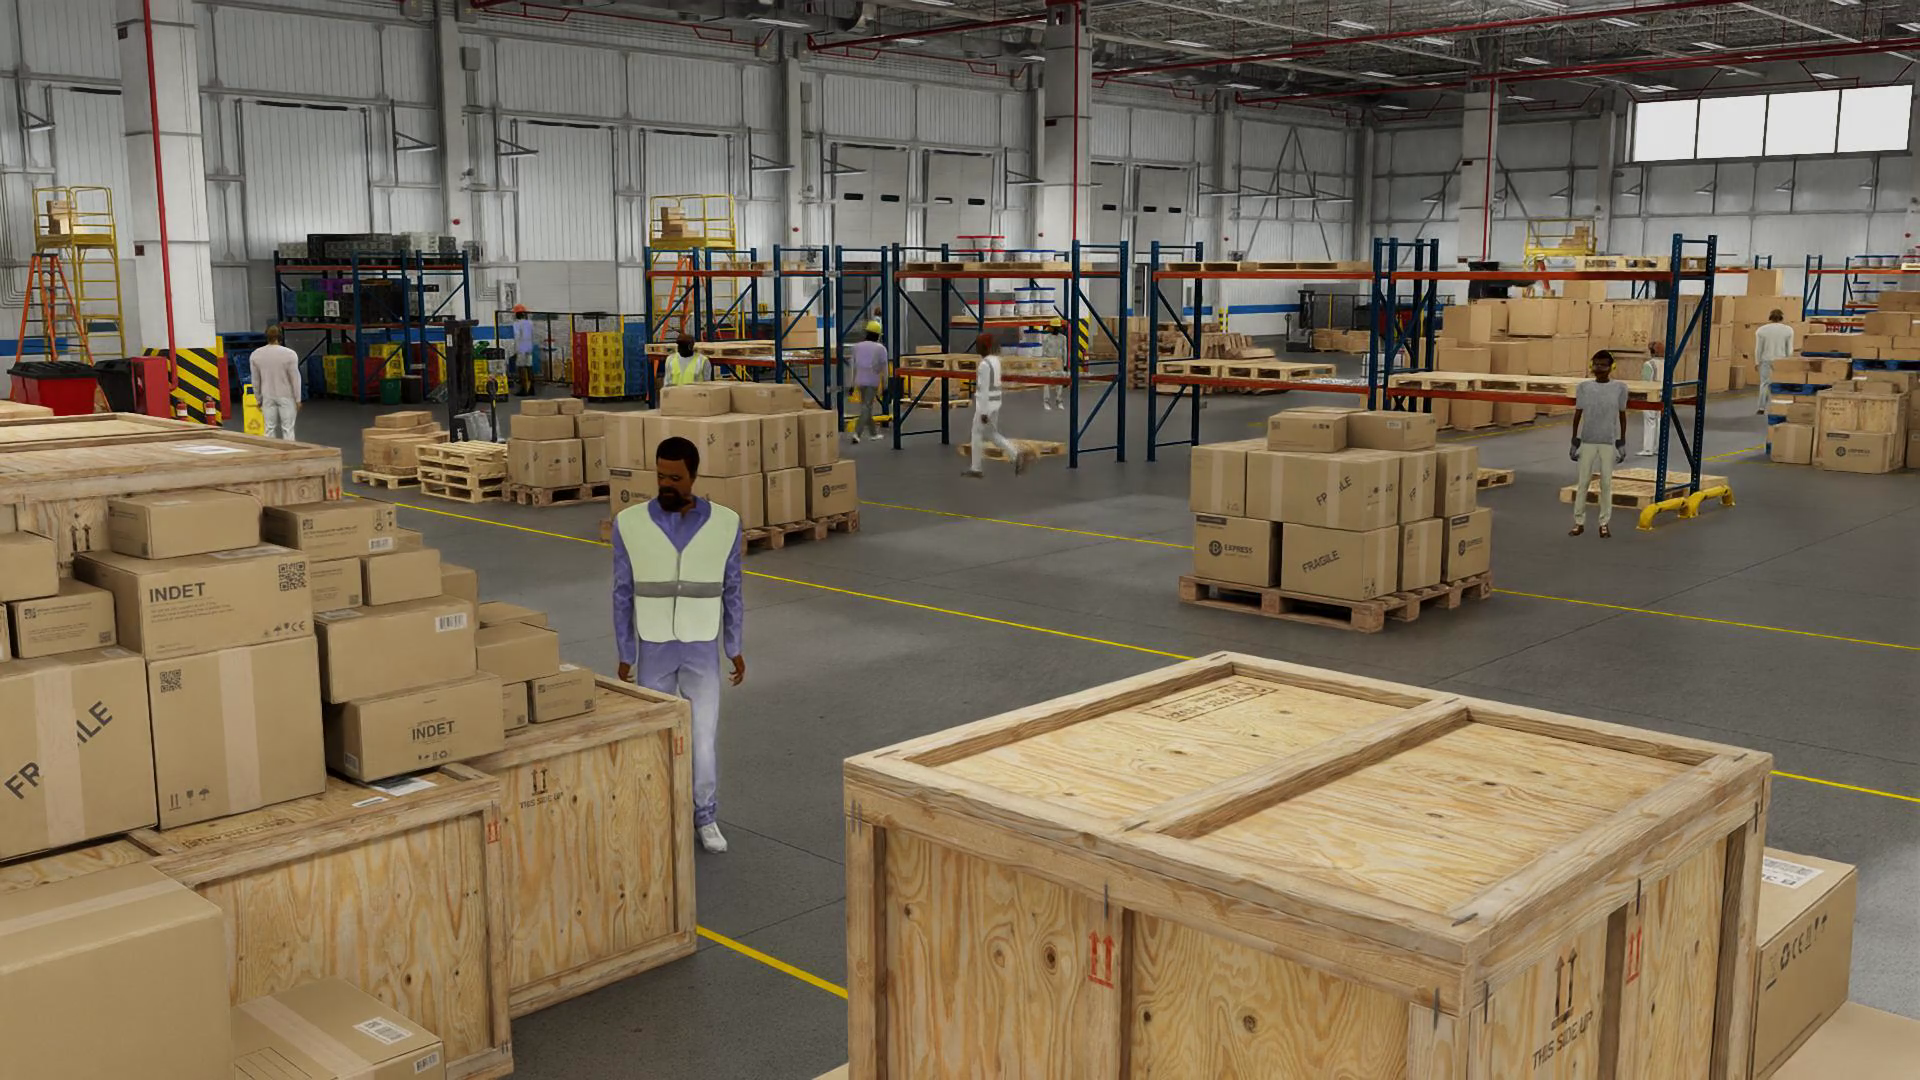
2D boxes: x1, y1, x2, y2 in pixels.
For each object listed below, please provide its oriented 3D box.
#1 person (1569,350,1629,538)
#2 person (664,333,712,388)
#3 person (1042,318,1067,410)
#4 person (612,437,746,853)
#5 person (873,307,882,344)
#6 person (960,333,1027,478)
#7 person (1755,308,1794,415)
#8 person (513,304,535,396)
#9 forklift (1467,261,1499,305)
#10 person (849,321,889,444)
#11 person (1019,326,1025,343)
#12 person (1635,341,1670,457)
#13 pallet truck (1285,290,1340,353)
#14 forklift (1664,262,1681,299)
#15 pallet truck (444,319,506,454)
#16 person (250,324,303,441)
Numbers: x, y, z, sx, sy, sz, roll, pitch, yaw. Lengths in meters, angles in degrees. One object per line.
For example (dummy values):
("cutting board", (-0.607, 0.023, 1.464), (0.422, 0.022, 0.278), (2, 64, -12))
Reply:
("person", (6.317, -0.947, 16.455), (0.533, 1.864, 0.310), (4, 10, 23))
("person", (-3.502, -1.728, 21.335), (0.619, 1.840, 0.430), (1, 9, 7))
("person", (1.787, -3.321, 31.398), (0.484, 1.739, 0.319), (-2, 9, -11))
("person", (-1.272, 0.480, 7.557), (0.588, 1.915, 0.398), (-2, 10, -14))
("person", (-2.196, -5.405, 44.511), (0.321, 1.632, 0.523), (-1, 9, -7))
("person", (0.419, -1.687, 21.033), (0.780, 1.858, 0.584), (4, 10, 22))
("person", (14.782, -3.232, 30.241), (0.631, 1.940, 0.372), (4, 10, 21))
("person", (-9.141, -3.963, 34.731), (0.377, 1.932, 0.552), (5, 10, 27))
("forklift", (12.076, -5.067, 38.609), (1.873, 2.768, 1.129), (9, 13, 43))
("person", (-1.410, -2.397, 25.371), (0.609, 1.874, 0.983), (4, 10, 25))
("person", (1.481, -5.139, 42.684), (0.426, 1.684, 0.546), (1, 9, 3))
("person", (9.847, -2.000, 23.598), (0.522, 1.640, 0.306), (-6, 11, -31))
("pallet truck", (11.297, -6.951, 52.861), (1.885, 1.965, 0.823), (-5, 11, -29))
("forklift", (19.278, -6.118, 45.054), (1.873, 2.768, 1.129), (3, 10, 17))
("pallet truck", (-6.981, -1.942, 22.150), (1.885, 1.965, 0.823), (1, 9, 9))
("person", (-8.869, -1.829, 21.641), (0.635, 1.939, 0.366), (0, 9, 0))
